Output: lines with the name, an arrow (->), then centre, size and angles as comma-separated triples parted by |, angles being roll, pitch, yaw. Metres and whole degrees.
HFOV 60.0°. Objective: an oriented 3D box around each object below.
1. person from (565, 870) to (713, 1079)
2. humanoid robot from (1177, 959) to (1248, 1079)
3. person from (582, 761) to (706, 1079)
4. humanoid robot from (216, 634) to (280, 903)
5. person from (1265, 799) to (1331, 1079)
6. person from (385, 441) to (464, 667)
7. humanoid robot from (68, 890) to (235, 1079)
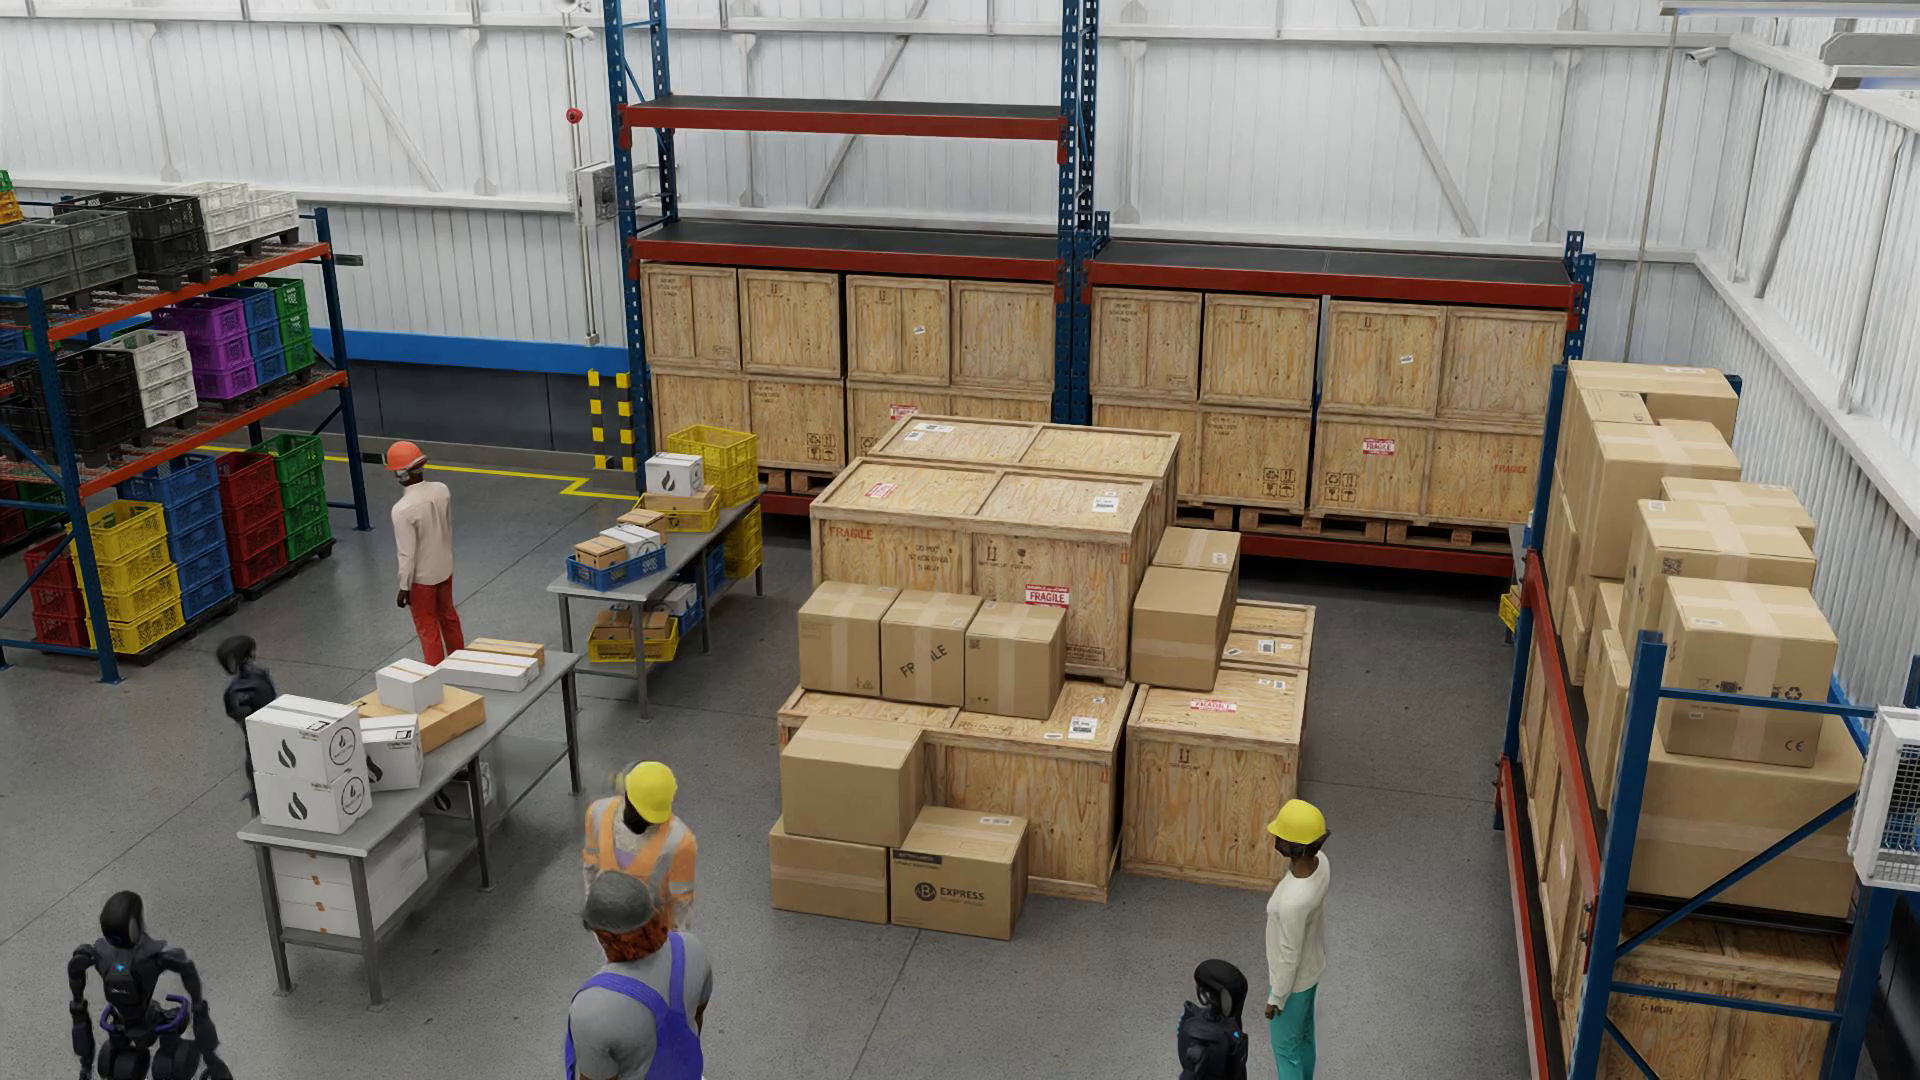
person -> -1.340, 2.220, 6.758 | 0.539, 2.000, 0.682 | 13, 24, 30
humanoid robot -> 1.004, 2.408, 6.769 | 0.333, 1.651, 0.582 | 11, 24, 27
person -> -1.567, 1.845, 7.978 | 0.725, 1.875, 0.381 | 9, 23, 23
humanoid robot -> -4.029, 1.292, 9.686 | 0.326, 1.652, 0.667 | -6, 22, -14
person -> 1.527, 1.999, 7.717 | 0.308, 1.767, 0.531 | 10, 23, 23
person -> -3.871, 0.240, 12.015 | 0.389, 1.985, 0.610 | 6, 22, 15
humanoid robot -> -3.499, 2.221, 7.260 | 0.628, 1.642, 0.449 | -1, 21, -3
